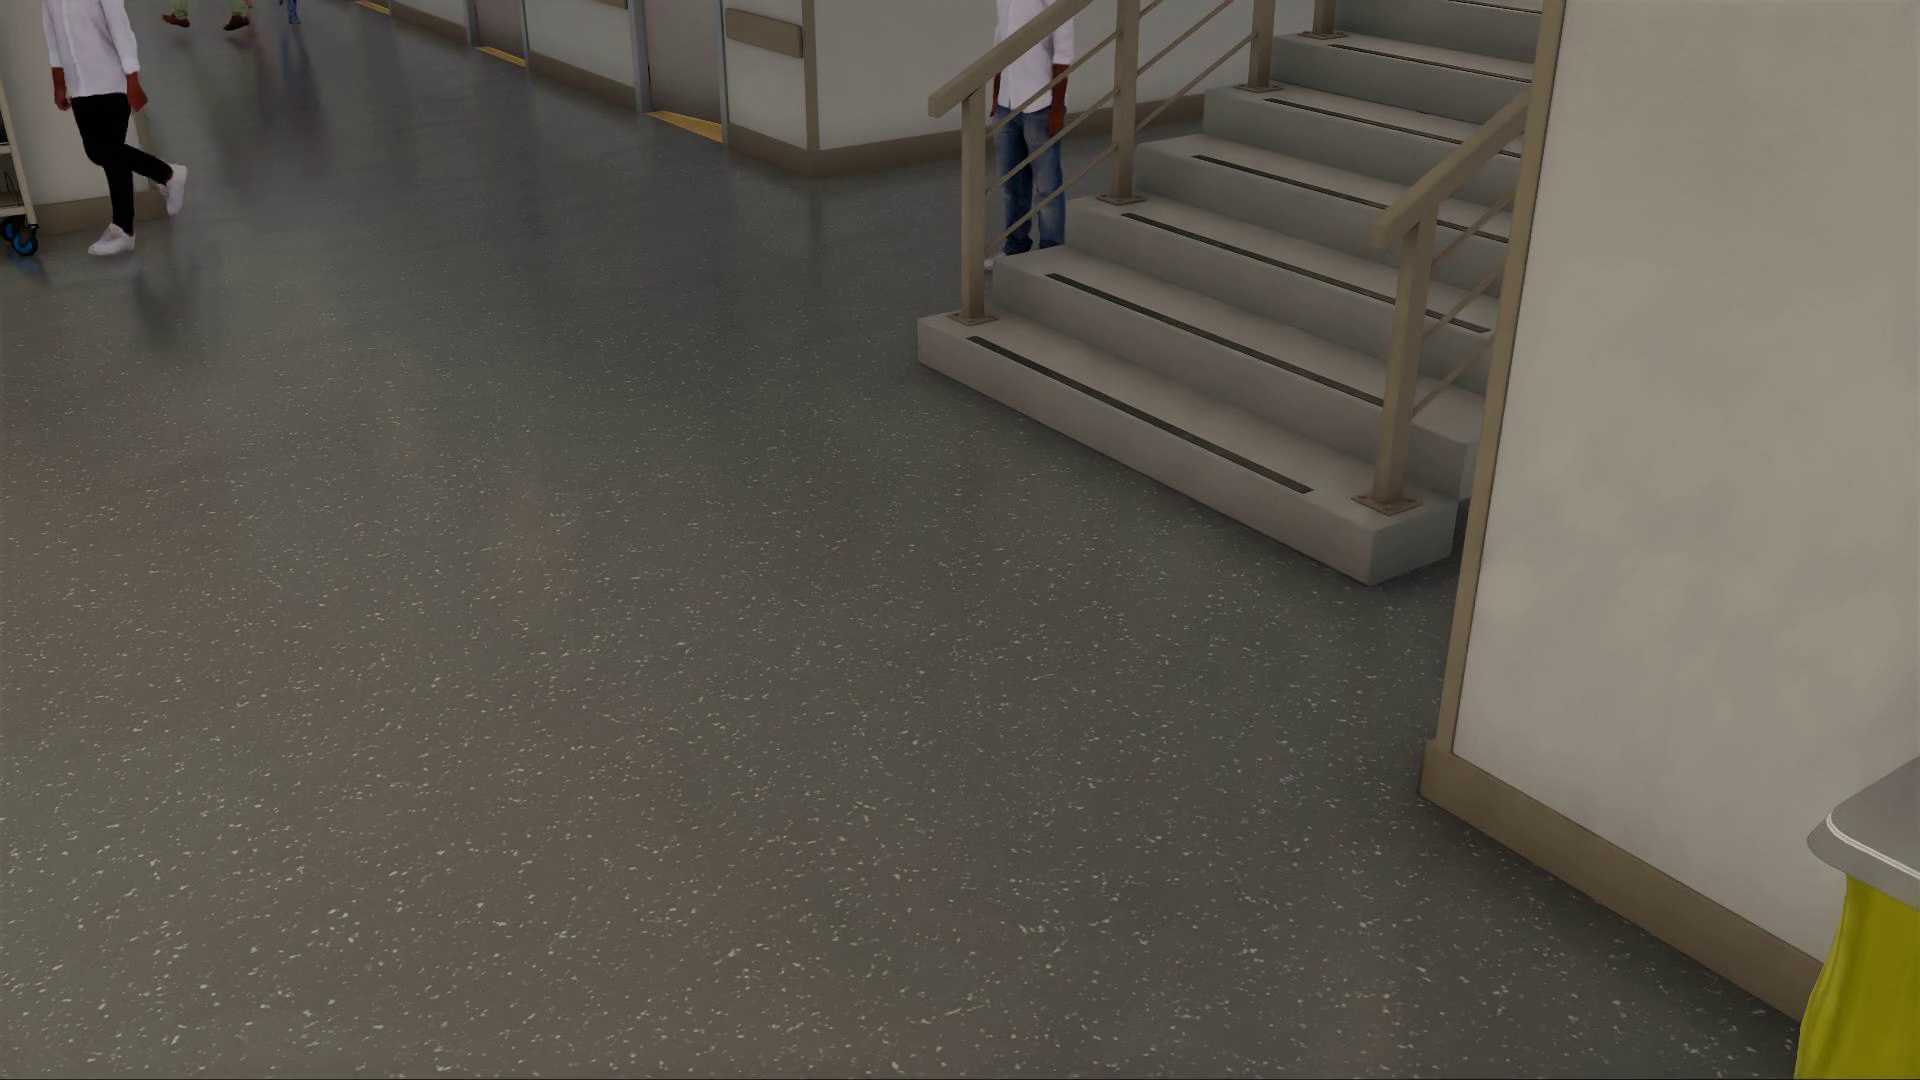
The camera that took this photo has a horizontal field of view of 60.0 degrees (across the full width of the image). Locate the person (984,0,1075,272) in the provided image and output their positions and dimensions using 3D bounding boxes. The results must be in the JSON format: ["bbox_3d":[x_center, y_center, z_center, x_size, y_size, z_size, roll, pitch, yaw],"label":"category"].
[{"bbox_3d":[0.351,-2.159,8.038,0.566,1.809,0.648,-19,32,-34],"label":"person"}]

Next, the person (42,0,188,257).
[{"bbox_3d":[-4.379,-2.402,8.568,0.980,1.787,1.120,8,27,16],"label":"person"}]

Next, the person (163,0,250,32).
[{"bbox_3d":[-6.821,-5.487,14.909,1.043,1.835,1.264,14,29,26],"label":"person"}]
